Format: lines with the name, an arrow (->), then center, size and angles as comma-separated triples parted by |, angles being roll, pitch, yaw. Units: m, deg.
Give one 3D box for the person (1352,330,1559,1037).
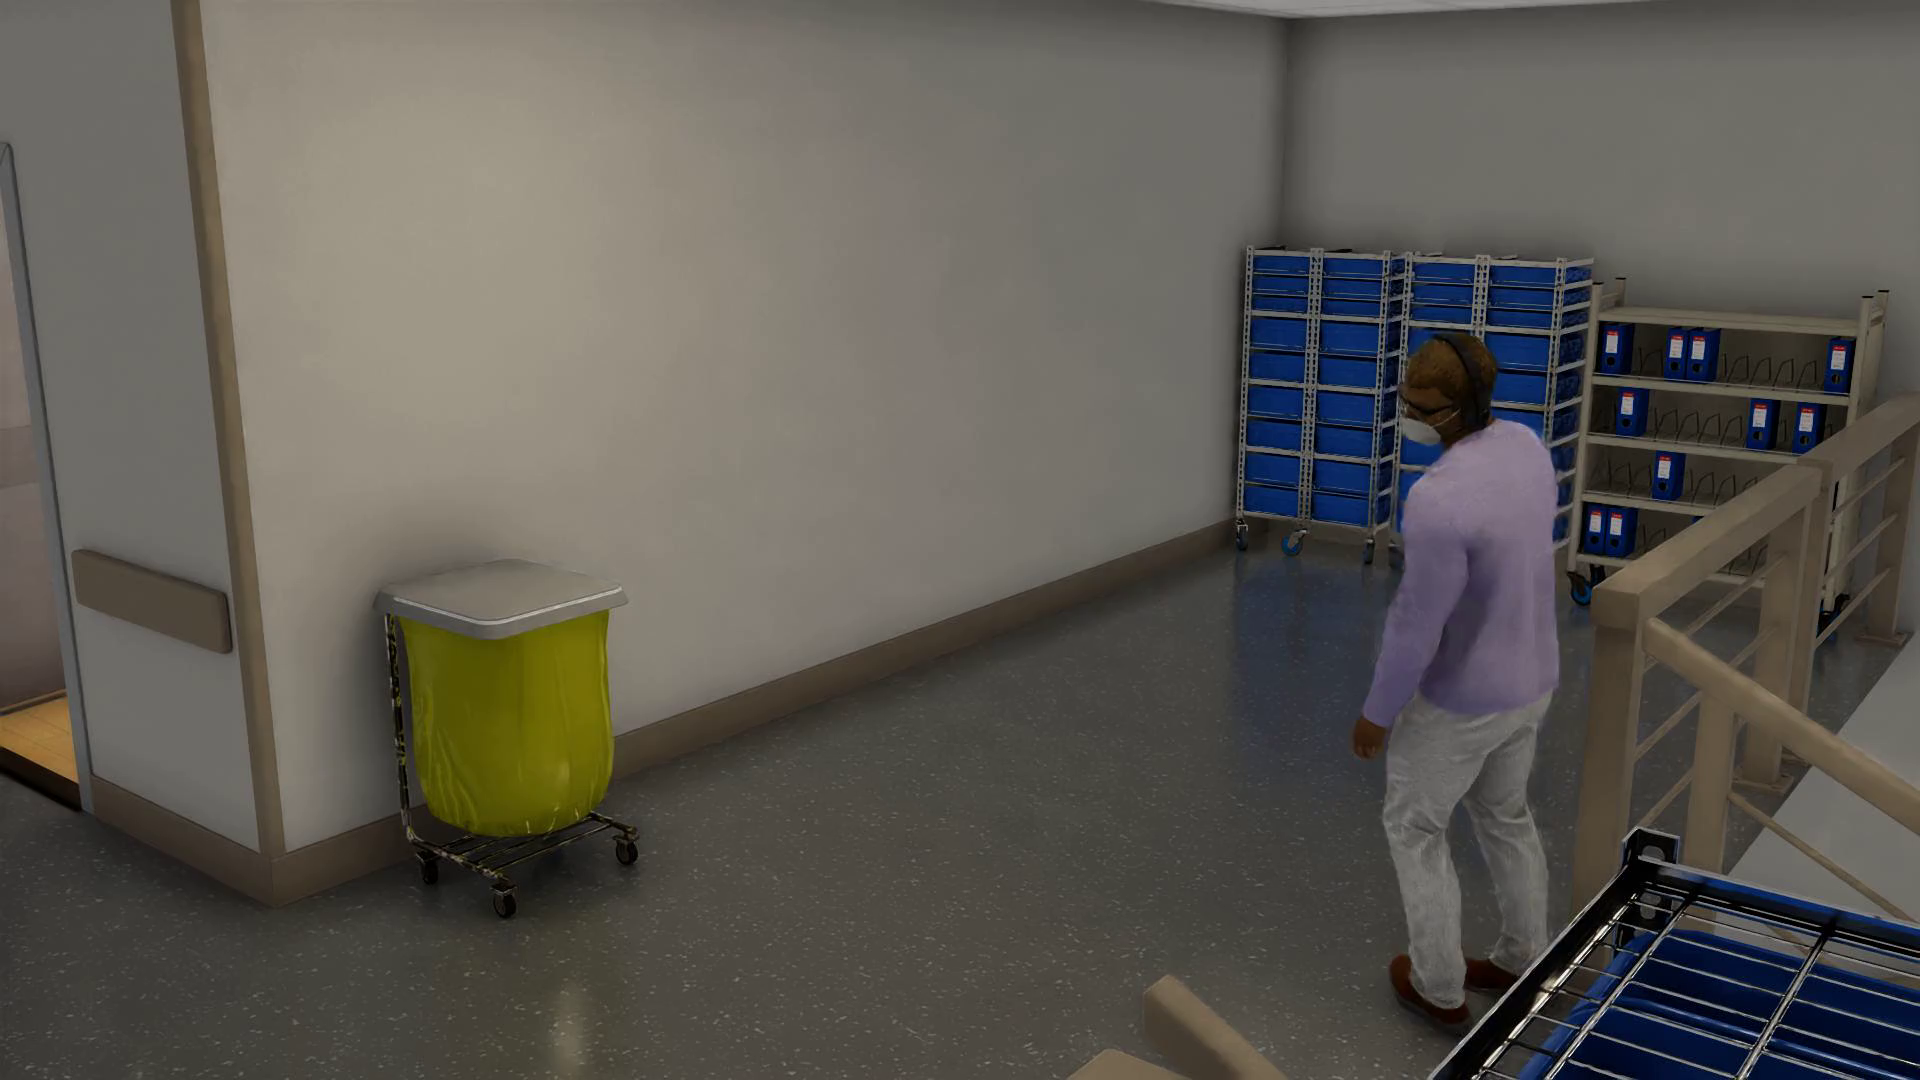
person -> 1.307, 0.397, 4.291 | 0.440, 1.893, 0.668 | 13, 18, 43
